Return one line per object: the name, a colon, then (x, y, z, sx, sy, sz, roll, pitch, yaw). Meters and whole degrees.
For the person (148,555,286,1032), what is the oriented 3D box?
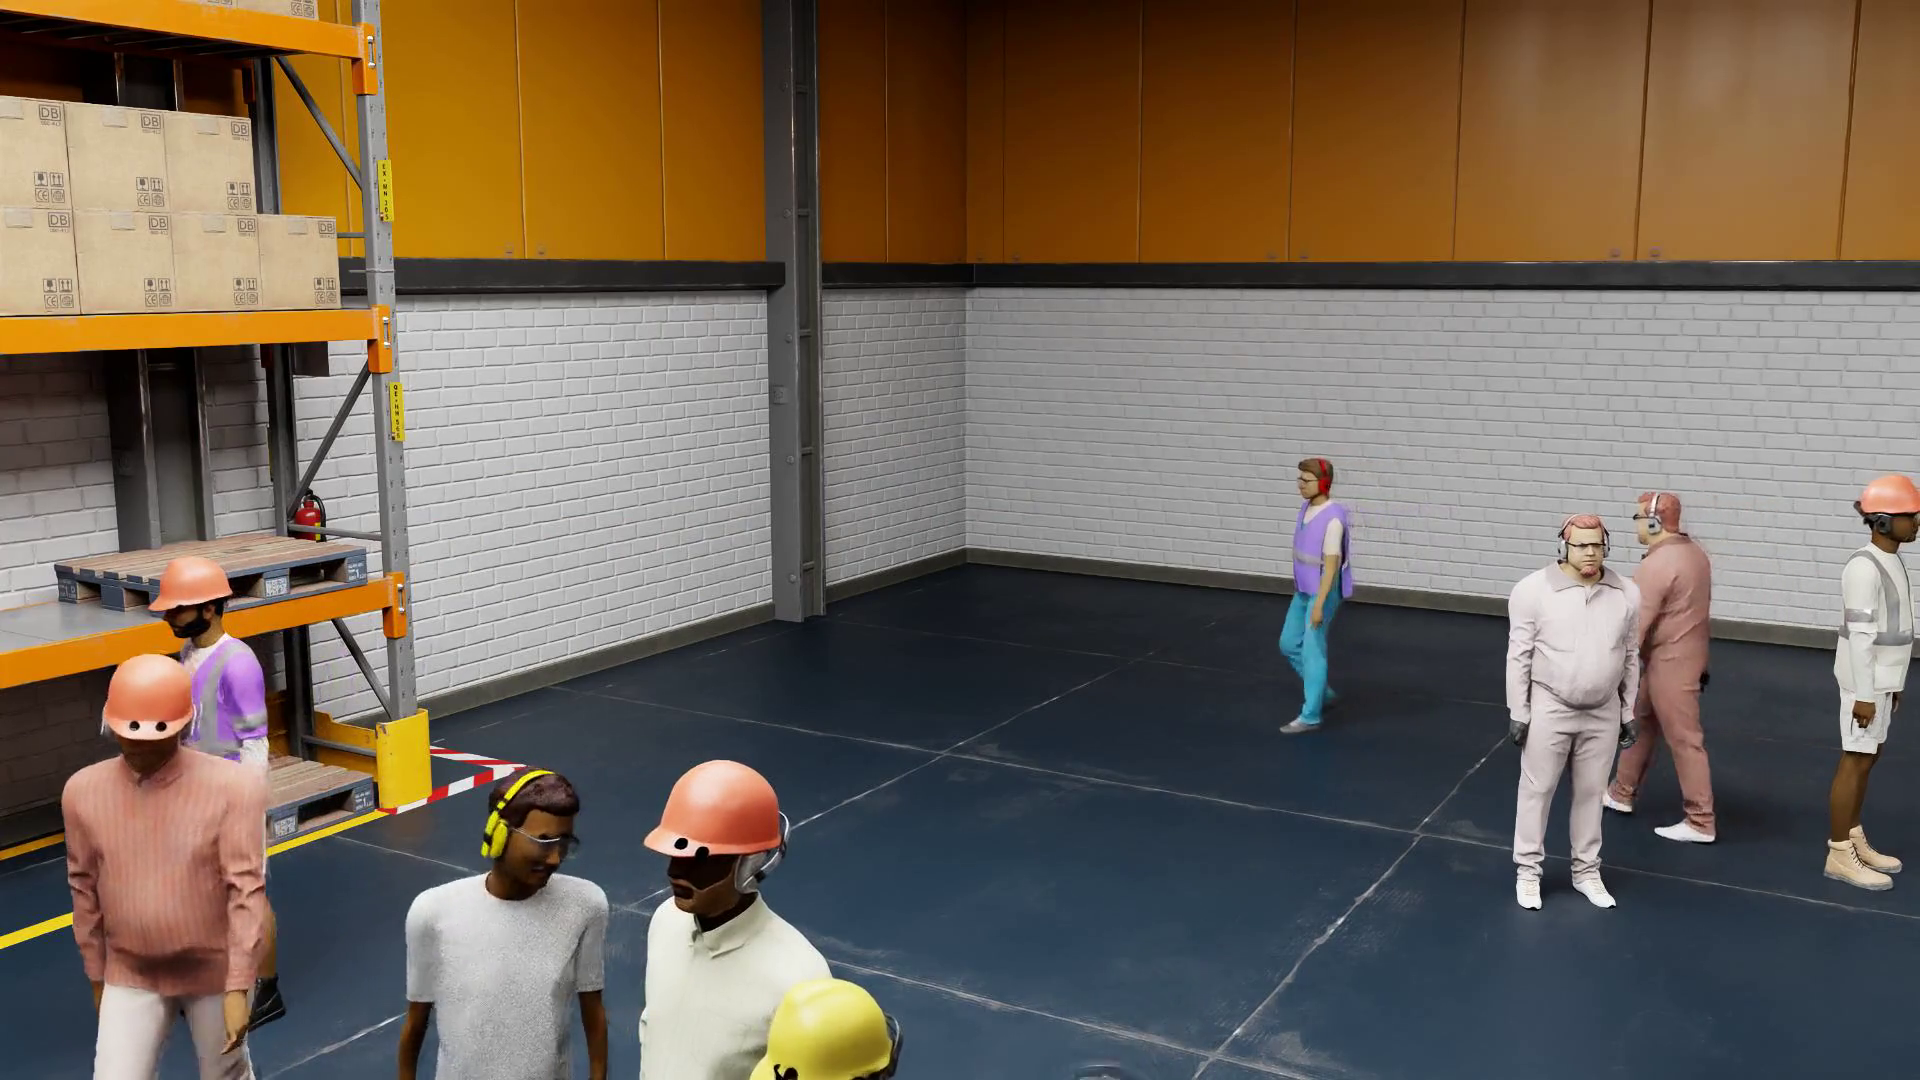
person: (-2.975, 1.012, 6.631, 0.551, 1.932, 0.378, 8, 12, 42)

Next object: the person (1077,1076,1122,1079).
person: (0.226, 1.680, 2.614, 0.639, 1.901, 0.995, 2, 9, 14)

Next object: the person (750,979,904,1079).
person: (-0.216, 1.662, 3.134, 0.342, 1.760, 0.527, -6, 11, -32)

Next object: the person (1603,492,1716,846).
person: (3.731, 0.671, 8.996, 0.903, 1.861, 0.652, 7, 12, 38)

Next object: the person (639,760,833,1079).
person: (-0.518, 1.453, 3.687, 0.608, 1.997, 0.375, 8, 12, 42)

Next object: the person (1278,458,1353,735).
person: (2.324, 0.370, 10.917, 0.455, 1.834, 0.589, -1, 9, -9)

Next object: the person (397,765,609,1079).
person: (-1.158, 1.463, 4.151, 0.596, 1.838, 0.358, -3, 10, -20)

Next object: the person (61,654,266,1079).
person: (-2.318, 1.302, 4.813, 0.605, 1.944, 0.922, -1, 9, -6)

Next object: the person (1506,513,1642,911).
person: (2.930, 0.818, 7.937, 0.641, 1.908, 0.407, 0, 9, -3)

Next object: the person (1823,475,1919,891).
person: (4.561, 0.693, 8.277, 0.364, 2.048, 0.608, 7, 12, 38)
